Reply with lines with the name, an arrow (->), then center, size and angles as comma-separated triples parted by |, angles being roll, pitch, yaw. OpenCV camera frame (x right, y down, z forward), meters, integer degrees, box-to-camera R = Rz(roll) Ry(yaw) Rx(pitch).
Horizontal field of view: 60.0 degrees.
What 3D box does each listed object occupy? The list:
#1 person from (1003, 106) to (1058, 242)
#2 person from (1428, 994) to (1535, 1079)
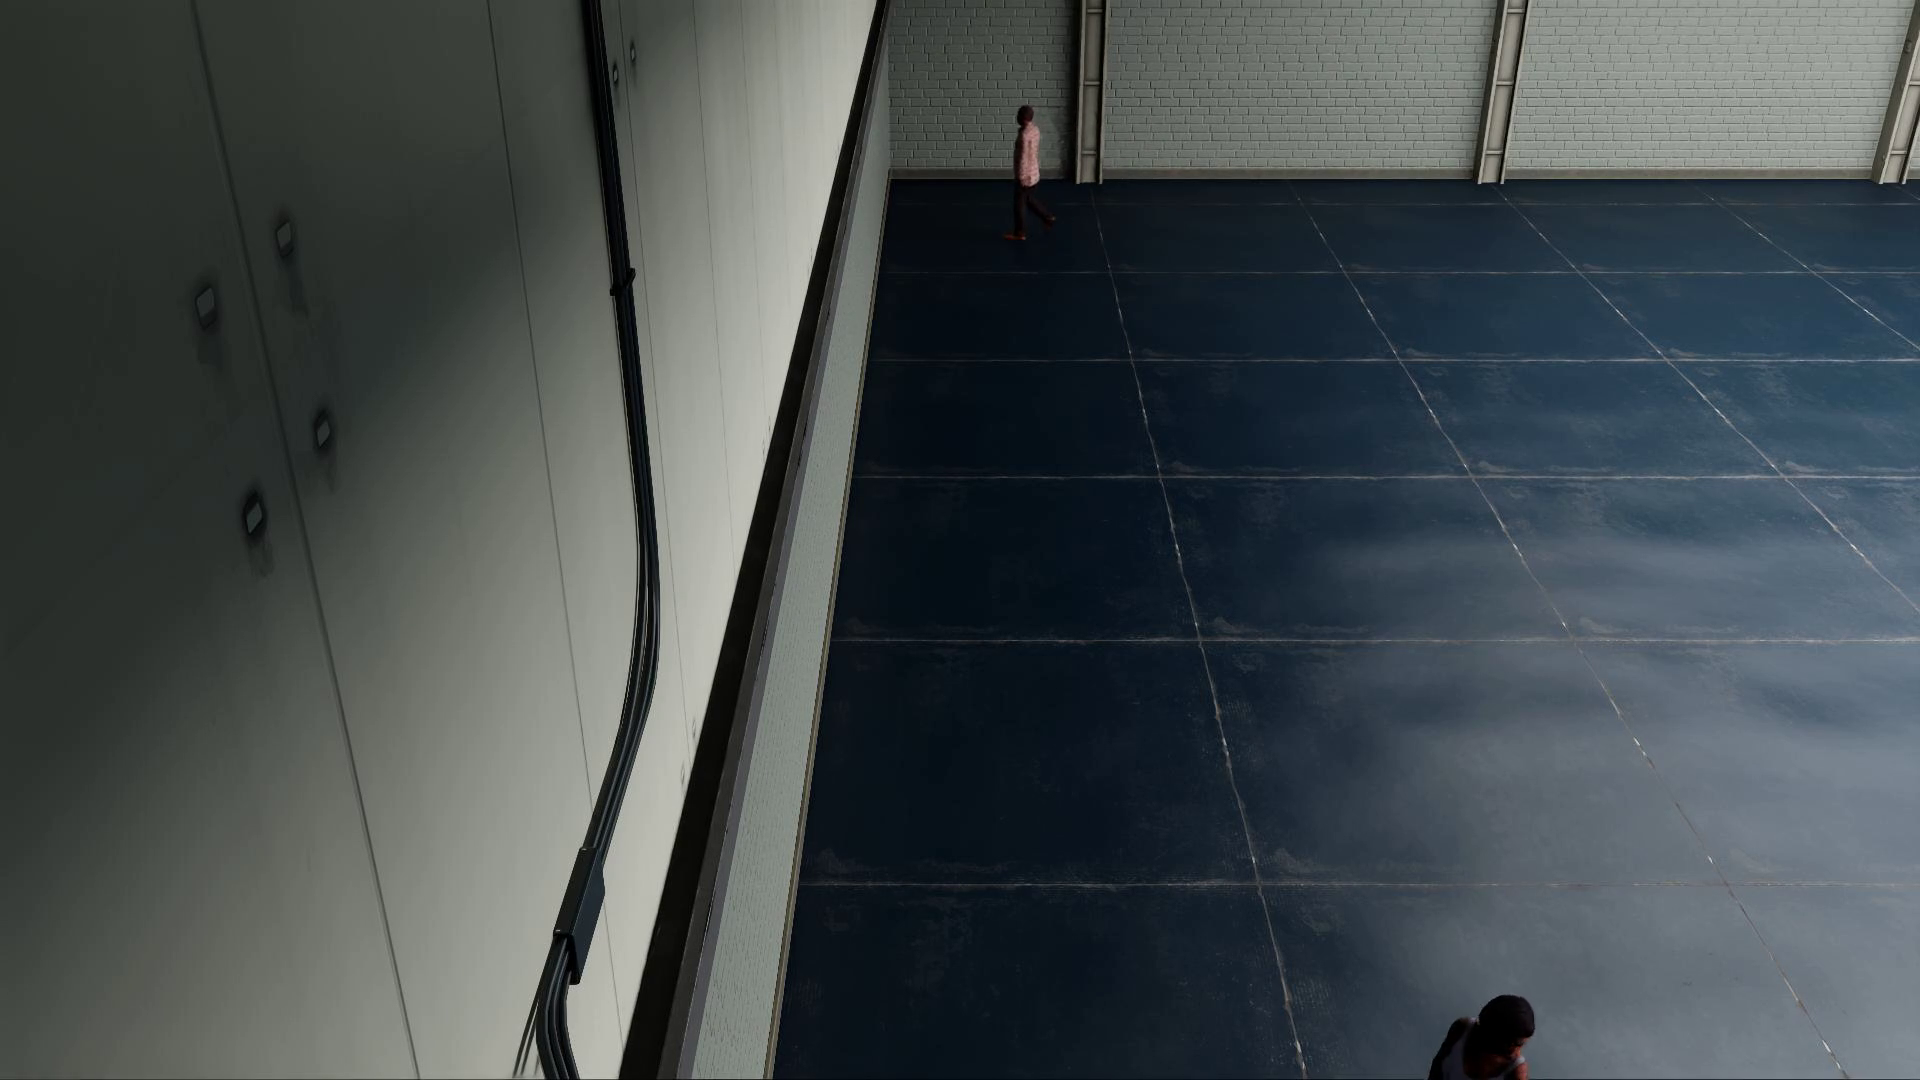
person -> 0.959, -4.821, 21.993 | 1.036, 1.790, 0.881 | 9, 29, 17
person -> 2.377, 2.748, 7.904 | 0.836, 1.674, 0.810 | -11, 30, -20
